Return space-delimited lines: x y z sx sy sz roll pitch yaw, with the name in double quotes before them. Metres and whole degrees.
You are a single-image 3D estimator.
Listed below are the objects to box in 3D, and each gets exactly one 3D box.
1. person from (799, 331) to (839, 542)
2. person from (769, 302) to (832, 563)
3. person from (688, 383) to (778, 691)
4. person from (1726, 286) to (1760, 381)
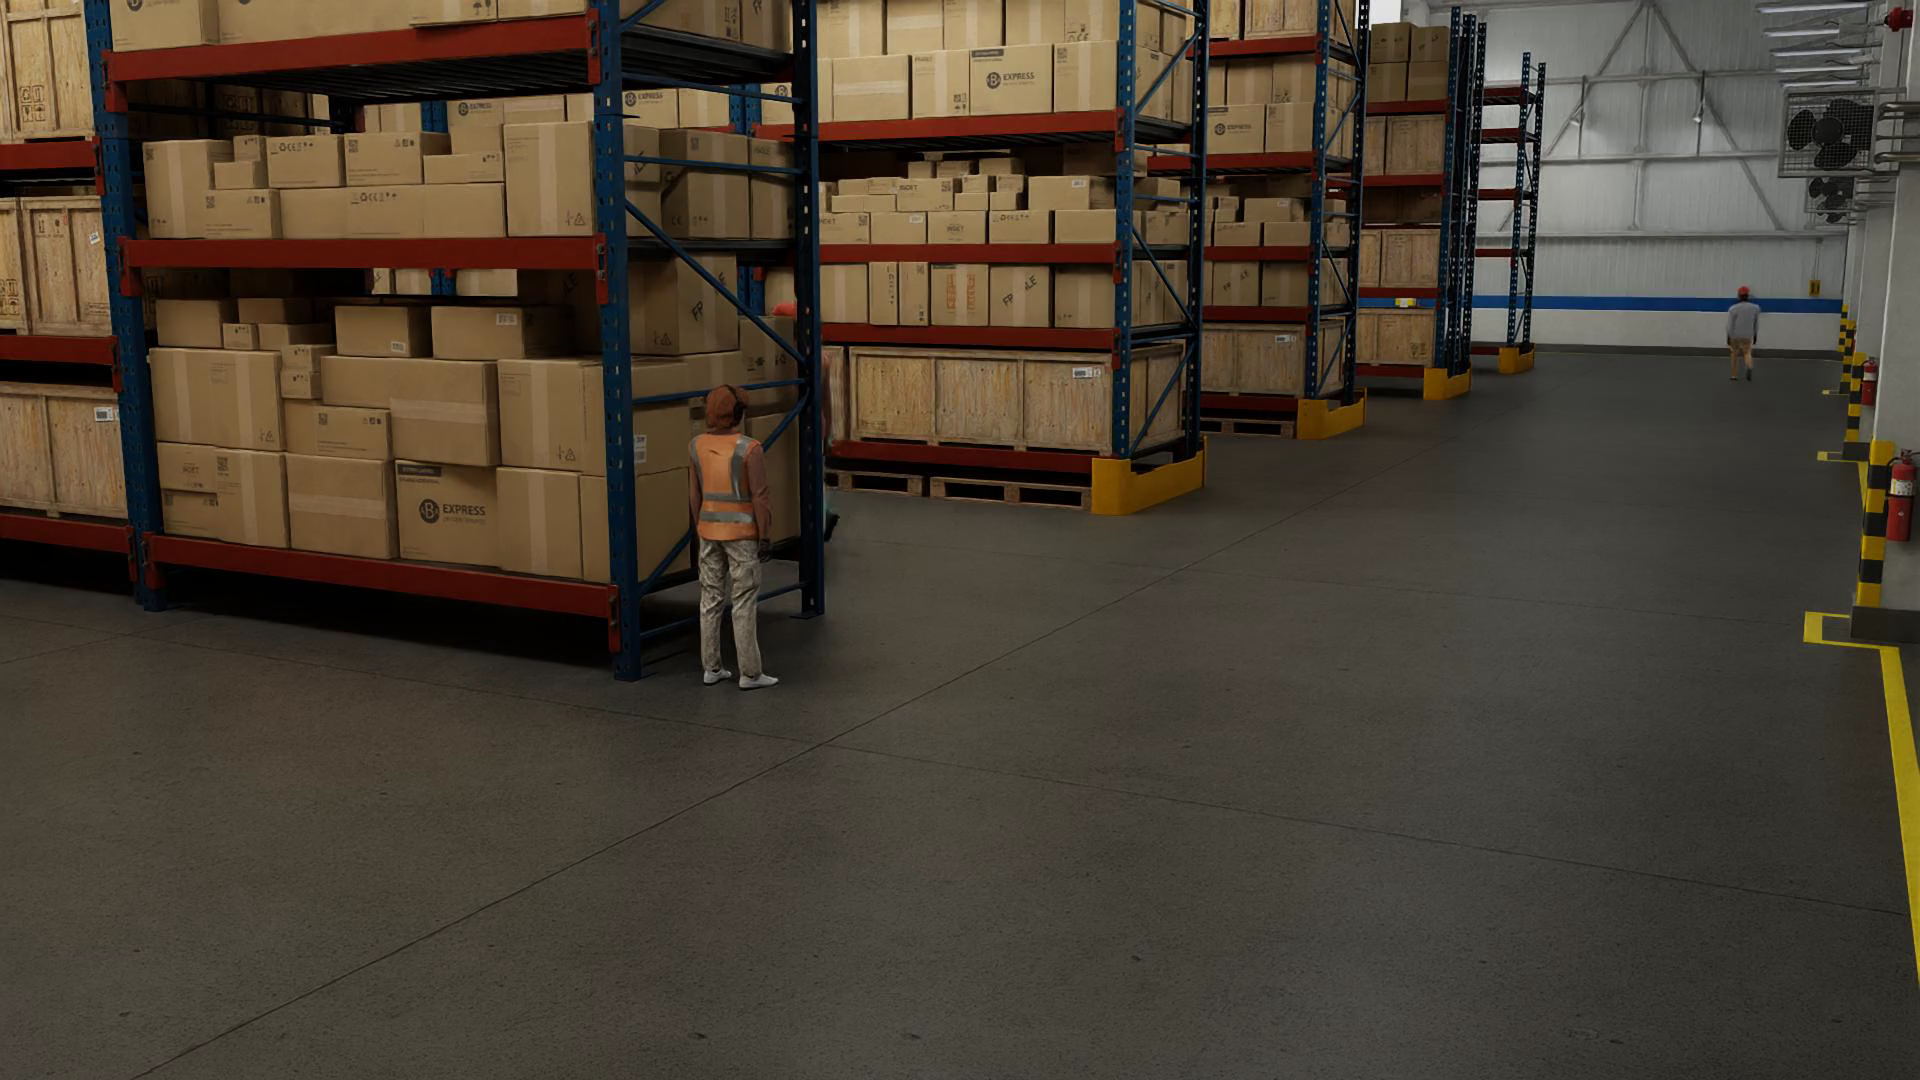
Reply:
"person" -1.168 -0.799 13.151 0.558 1.740 0.517 9 13 42
"person" -1.253 -0.785 12.428 0.666 1.964 0.680 -8 13 -39
"person" -1.225 -0.011 8.890 0.514 1.644 0.307 6 11 29
"person" 14.193 -3.737 30.168 0.578 1.738 0.558 2 10 9
